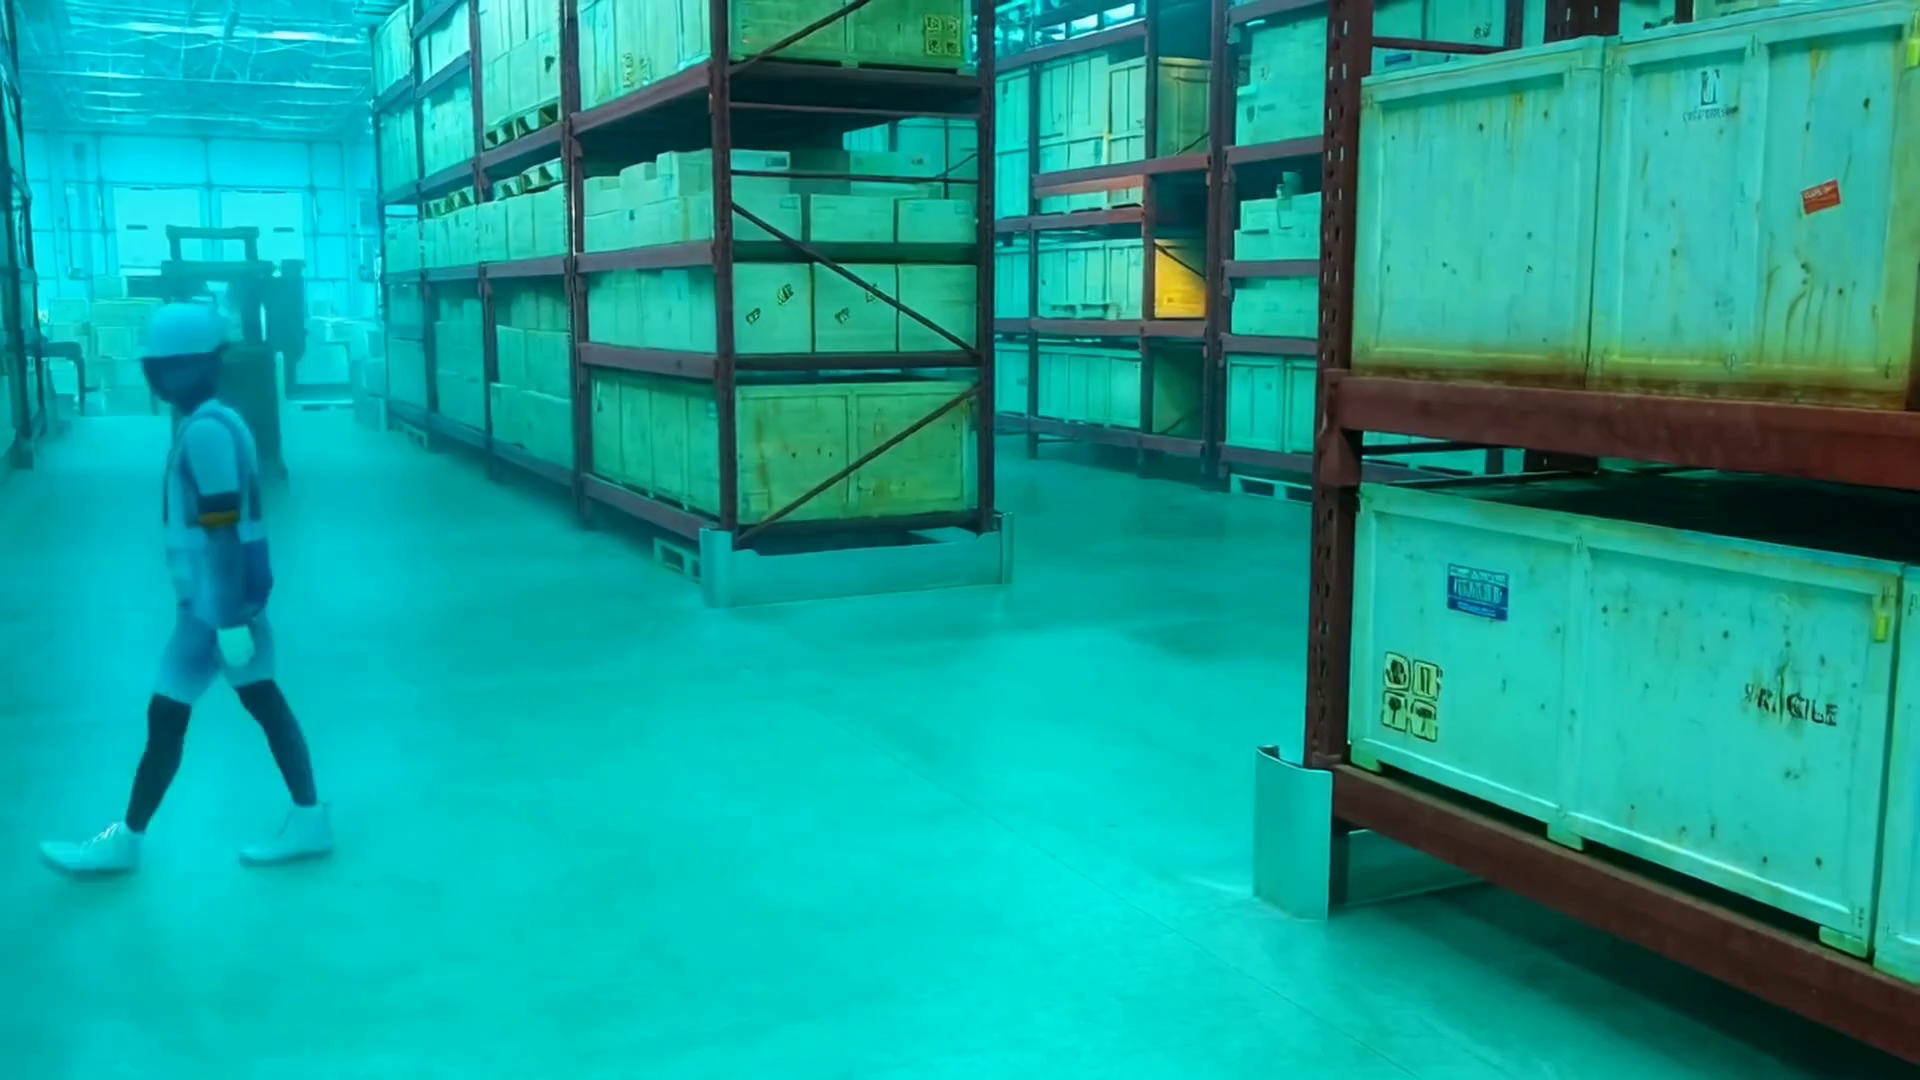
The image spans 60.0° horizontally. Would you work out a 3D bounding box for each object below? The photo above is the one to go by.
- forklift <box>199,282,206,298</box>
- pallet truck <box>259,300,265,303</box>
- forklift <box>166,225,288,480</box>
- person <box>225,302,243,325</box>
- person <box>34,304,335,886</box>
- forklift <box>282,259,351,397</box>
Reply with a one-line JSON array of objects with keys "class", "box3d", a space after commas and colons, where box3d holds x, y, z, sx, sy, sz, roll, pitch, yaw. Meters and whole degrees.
[{"class": "forklift", "box3d": [-23.801, -6.887, 51.578, 1.873, 2.768, 1.129, 6, 10, 37]}, {"class": "pallet truck", "box3d": [-23.913, -7.404, 58.171, 1.885, 1.965, 0.823, -1, 8, -9]}, {"class": "forklift", "box3d": [-8.288, -2.108, 18.622, 1.129, 2.768, 1.873, -4, 9, -26]}, {"class": "person", "box3d": [-20.622, -5.791, 47.299, 0.630, 1.930, 0.383, 2, 8, 13]}, {"class": "person", "box3d": [-2.711, 0.196, 5.764, 1.018, 1.992, 0.629, -3, 9, -17]}, {"class": "forklift", "box3d": [-13.505, -4.315, 33.843, 1.873, 2.768, 1.129, -4, 9, -27]}]
